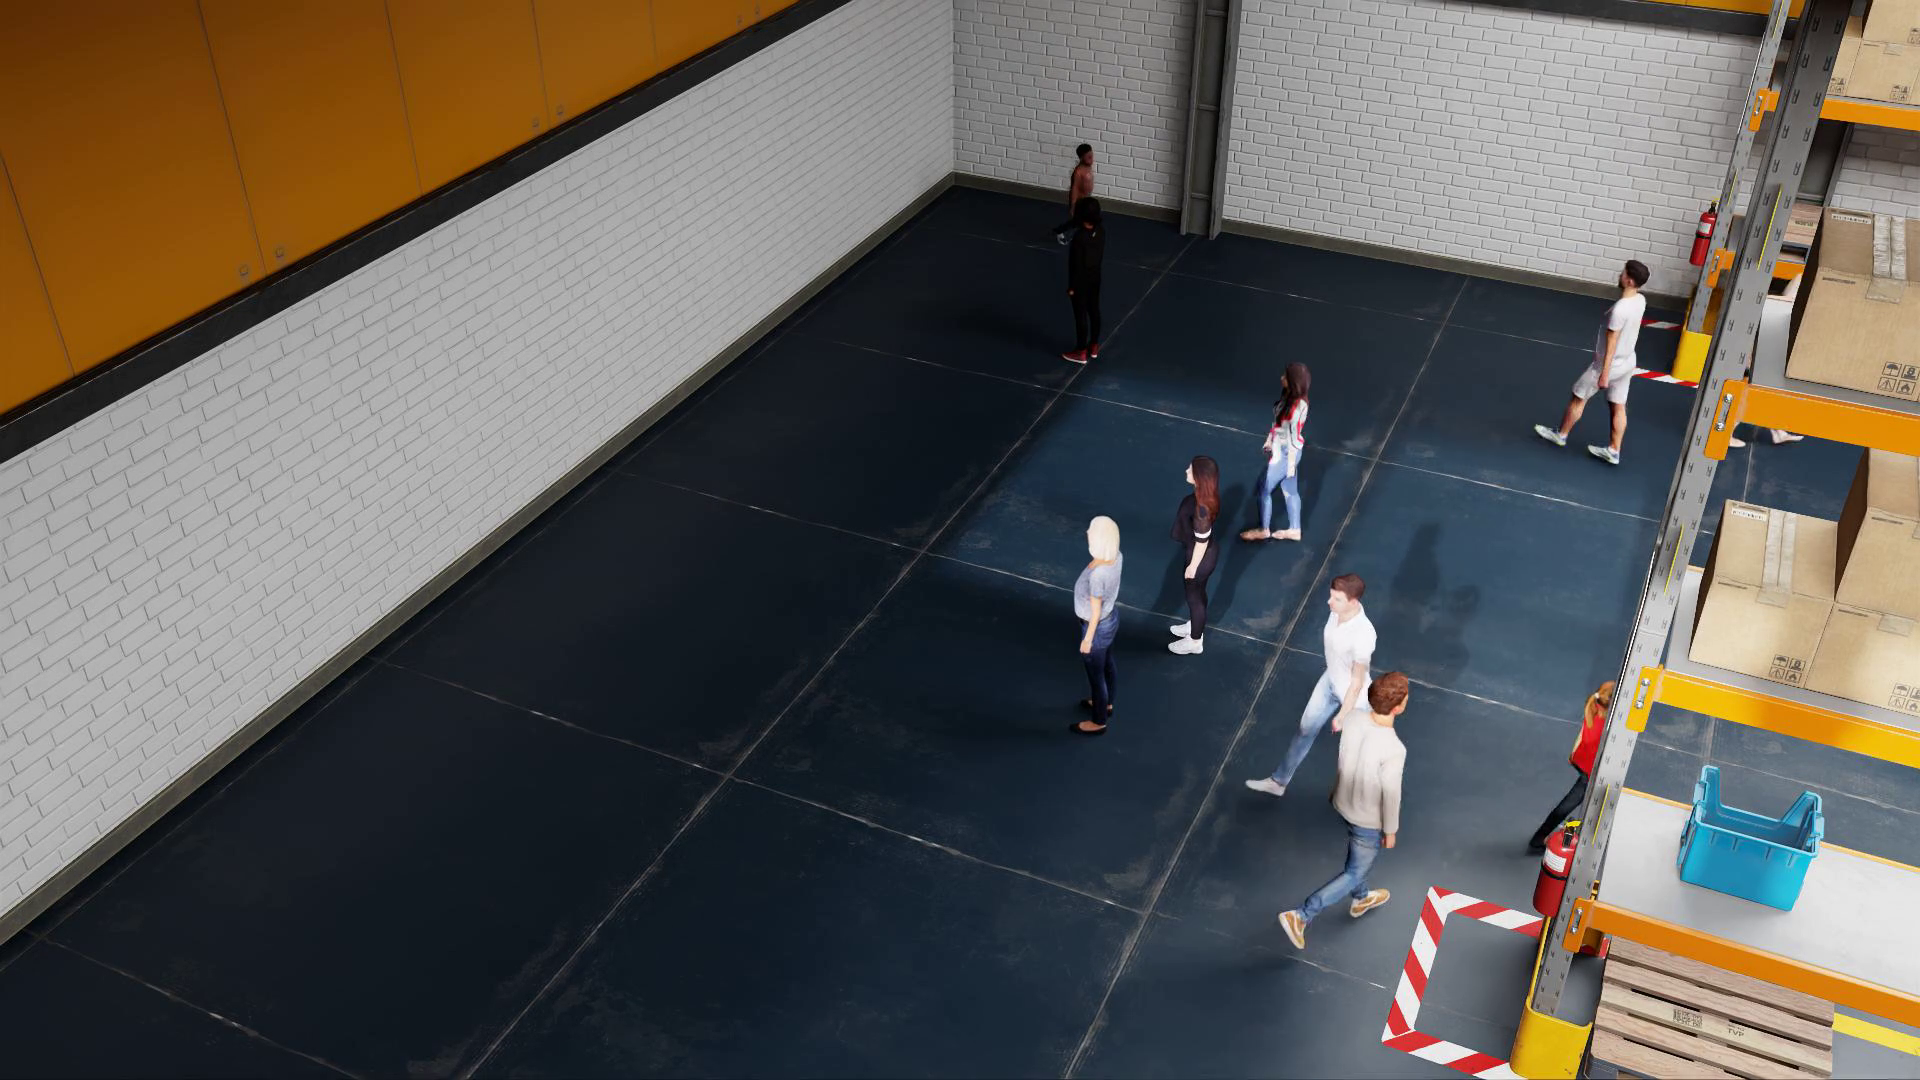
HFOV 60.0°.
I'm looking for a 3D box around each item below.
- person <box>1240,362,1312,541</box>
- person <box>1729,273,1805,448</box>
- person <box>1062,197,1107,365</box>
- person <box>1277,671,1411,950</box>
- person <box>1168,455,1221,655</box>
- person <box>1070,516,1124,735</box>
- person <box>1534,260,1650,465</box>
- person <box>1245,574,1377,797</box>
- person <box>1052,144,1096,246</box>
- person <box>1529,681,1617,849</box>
[{"bbox_3d":[2.676,-0.674,13.235,0.810,1.595,0.722,4,34,6],"label":"person"},{"bbox_3d":[6.939,-1.537,14.441,1.008,1.698,0.725,7,34,11],"label":"person"},{"bbox_3d":[1.212,-2.490,15.896,0.668,1.674,0.657,-28,42,-35],"label":"person"},{"bbox_3d":[2.251,1.583,9.581,1.175,1.880,1.157,-14,36,-20],"label":"person"},{"bbox_3d":[1.720,0.103,12.026,0.649,1.639,0.659,7,34,10],"label":"person"},{"bbox_3d":[0.949,0.571,11.246,0.508,1.722,0.571,13,36,19],"label":"person"},{"bbox_3d":[5.672,-1.478,14.233,0.951,1.829,1.127,-27,42,-34],"label":"person"},{"bbox_3d":[2.553,0.961,10.602,1.269,1.786,1.175,-9,35,-14],"label":"person"},{"bbox_3d":[1.264,-3.733,18.158,0.768,1.240,0.590,16,37,23],"label":"person"},{"bbox_3d":[3.858,1.432,10.353,0.973,1.278,0.809,-4,34,-6],"label":"person"}]
